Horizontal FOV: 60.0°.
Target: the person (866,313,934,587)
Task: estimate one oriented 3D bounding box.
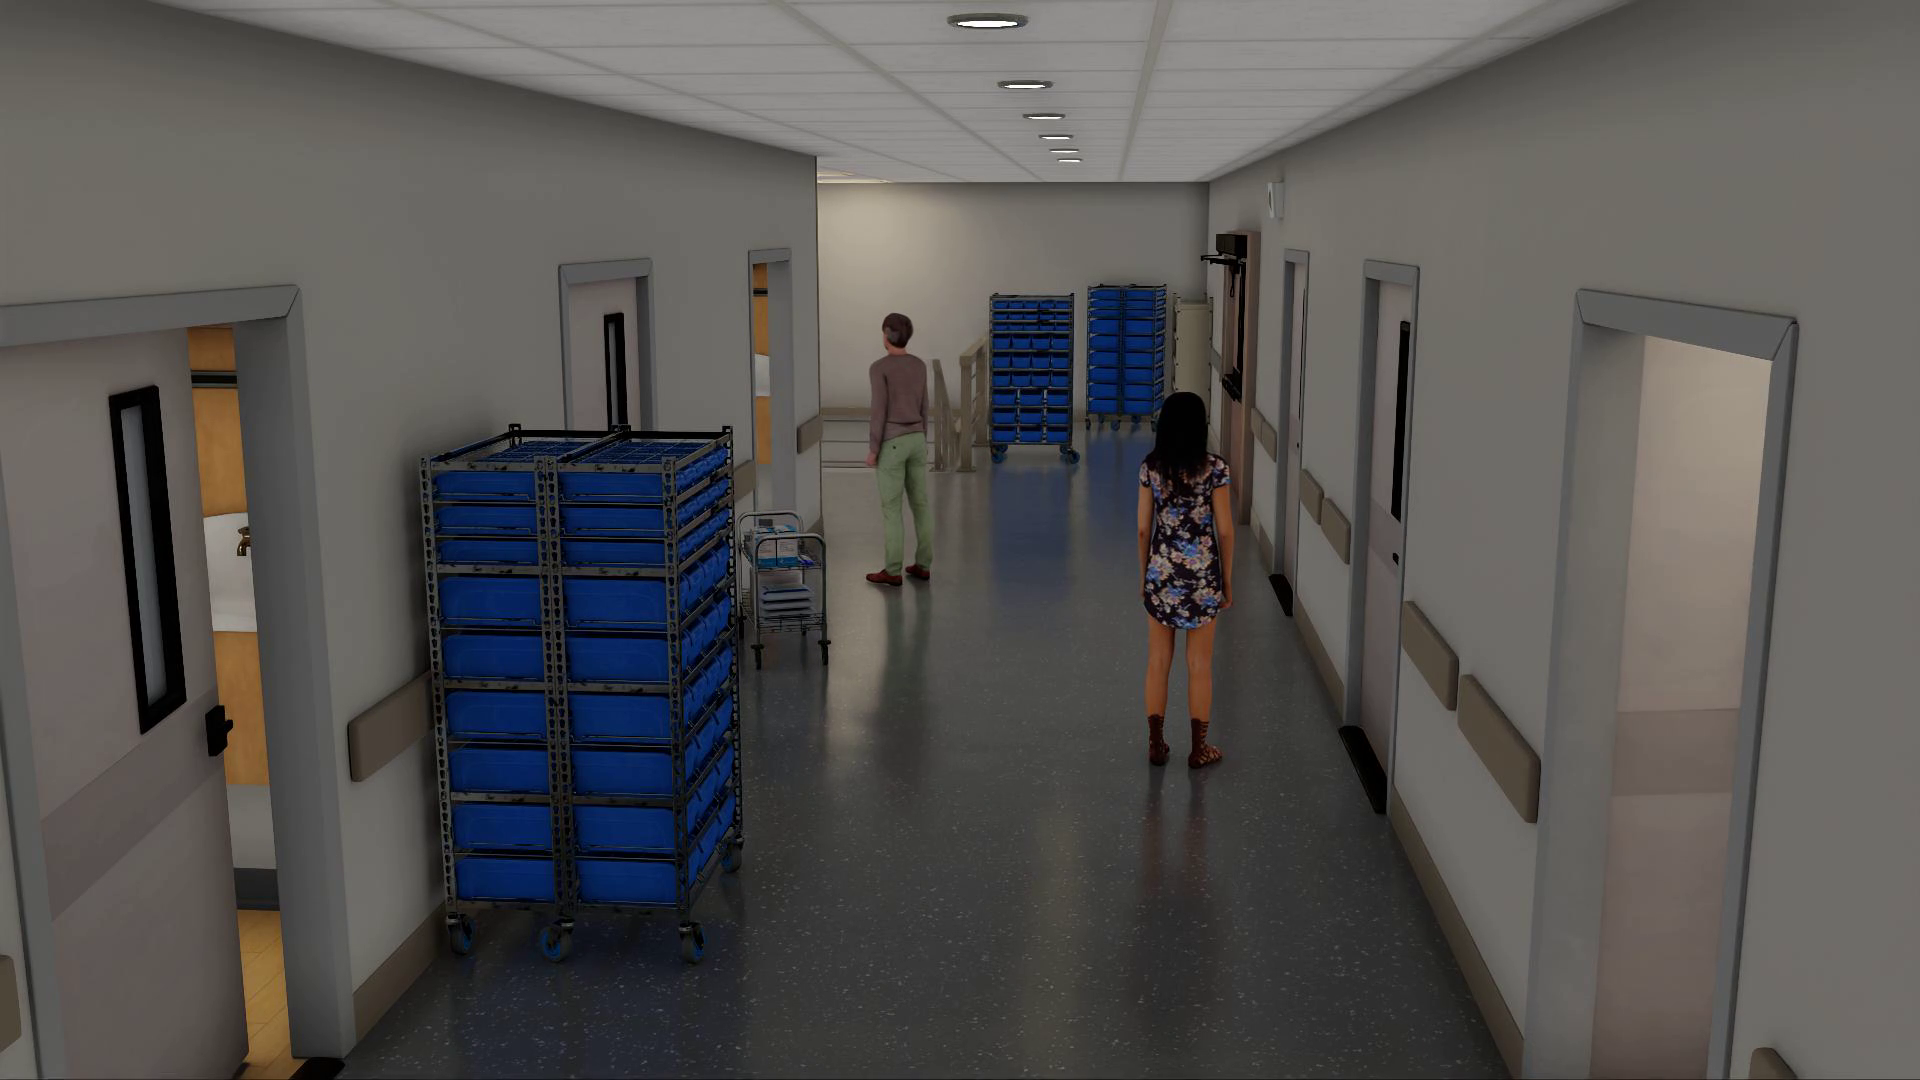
[{"bbox_3d":[-0.413,-0.632,11.549,0.764,1.874,0.825,-9,14,-40],"label":"person"}]

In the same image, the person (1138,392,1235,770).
[{"bbox_3d":[1.018,0.184,7.622,0.646,1.734,0.616,4,12,21],"label":"person"}]
